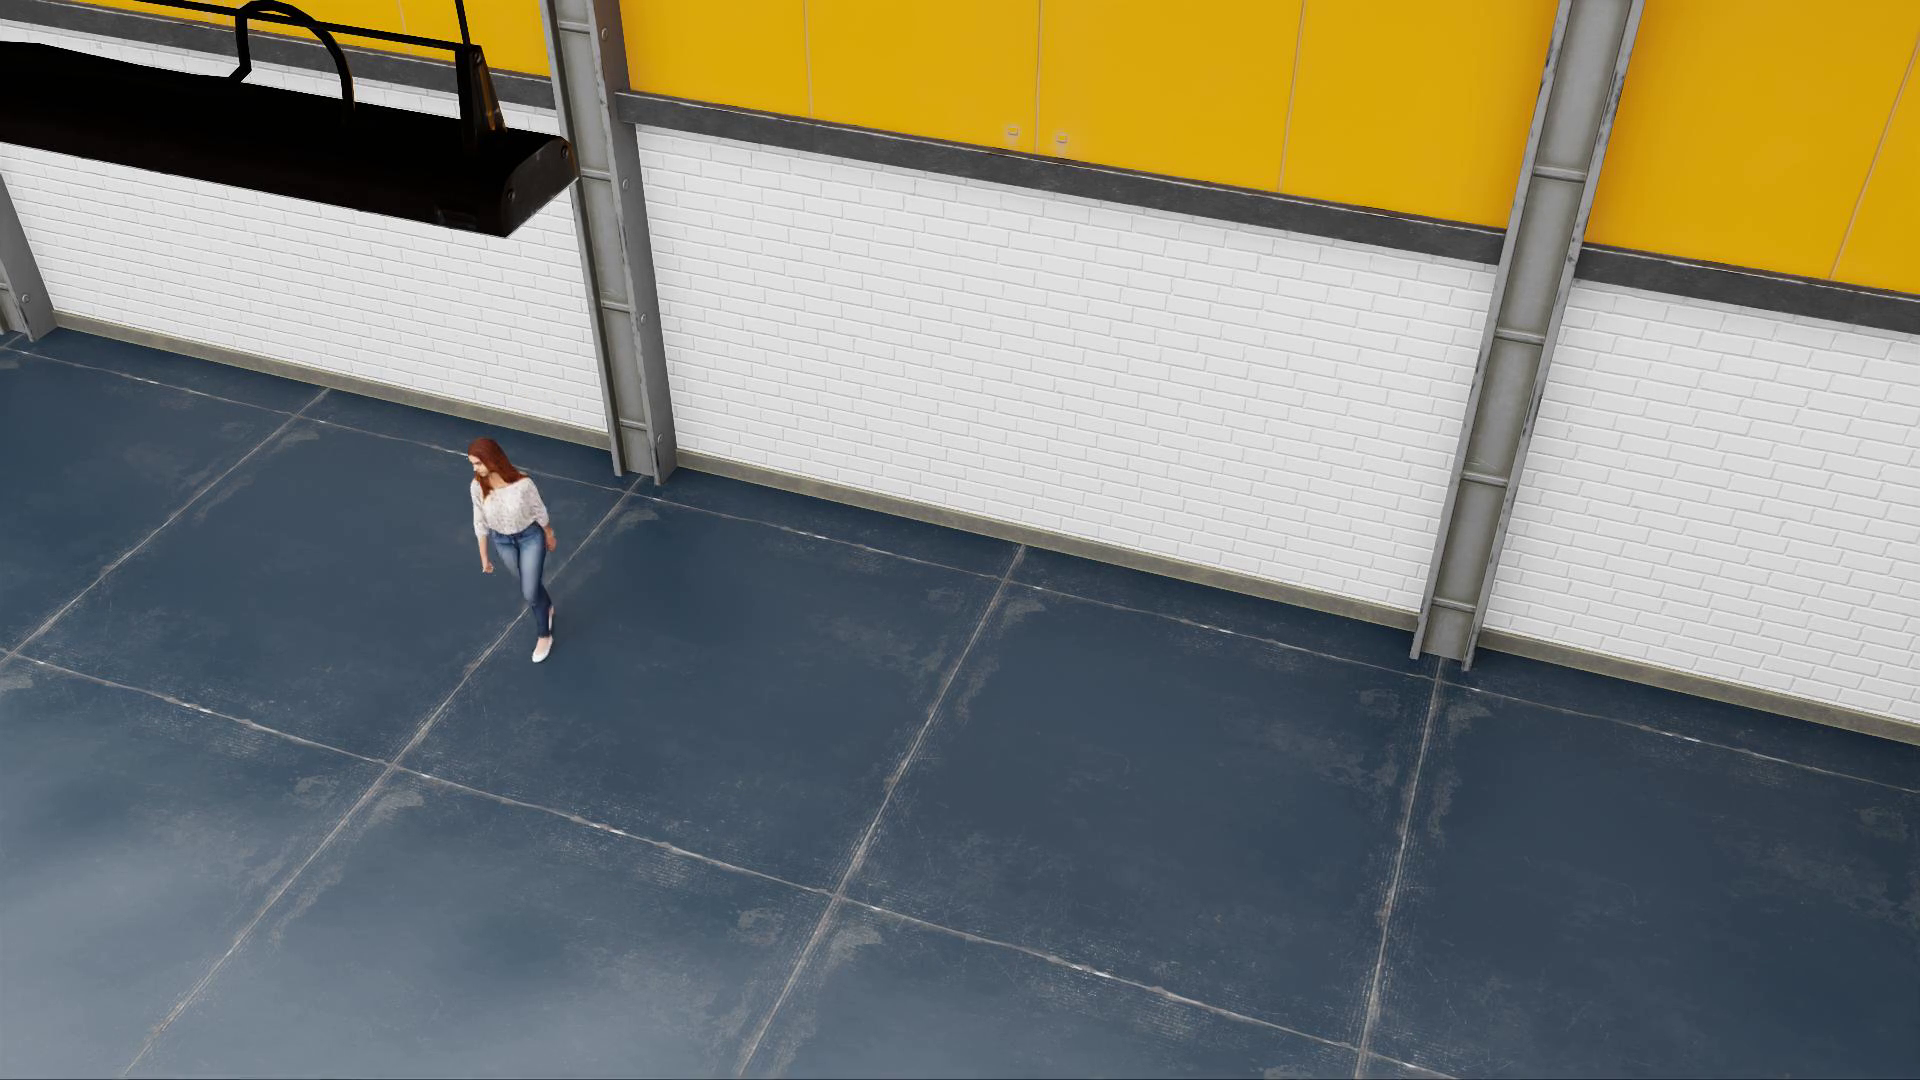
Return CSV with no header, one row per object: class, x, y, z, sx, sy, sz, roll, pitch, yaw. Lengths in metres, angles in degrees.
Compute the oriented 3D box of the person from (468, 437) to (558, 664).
person,-2.814,-0.036,10.757,0.813,1.696,0.760,0,39,0
